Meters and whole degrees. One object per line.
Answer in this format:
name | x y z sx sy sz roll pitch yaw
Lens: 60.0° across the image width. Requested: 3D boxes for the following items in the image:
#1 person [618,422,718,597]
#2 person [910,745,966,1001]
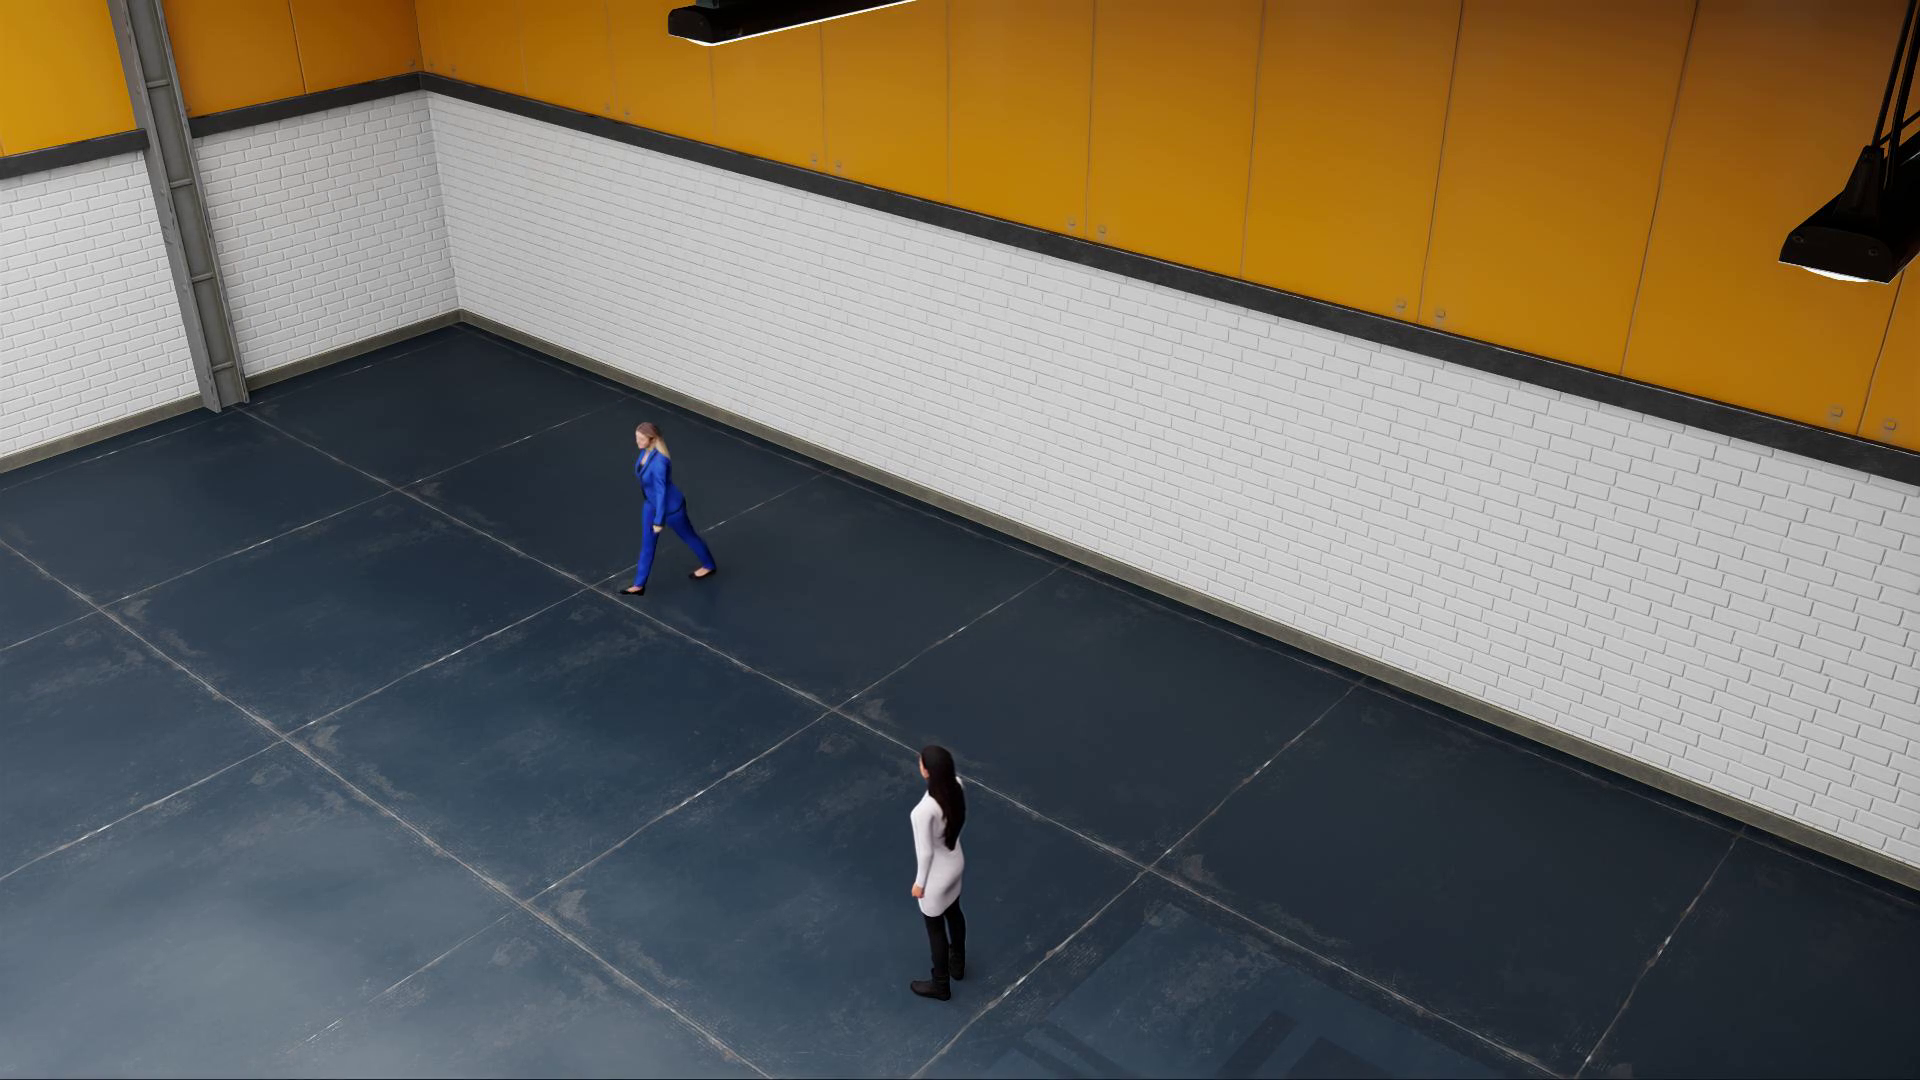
person | -2.467 -0.290 14.431 1.237 1.631 0.852 -16 32 -26
person | -0.121 2.004 10.042 0.705 1.807 0.508 15 32 26
